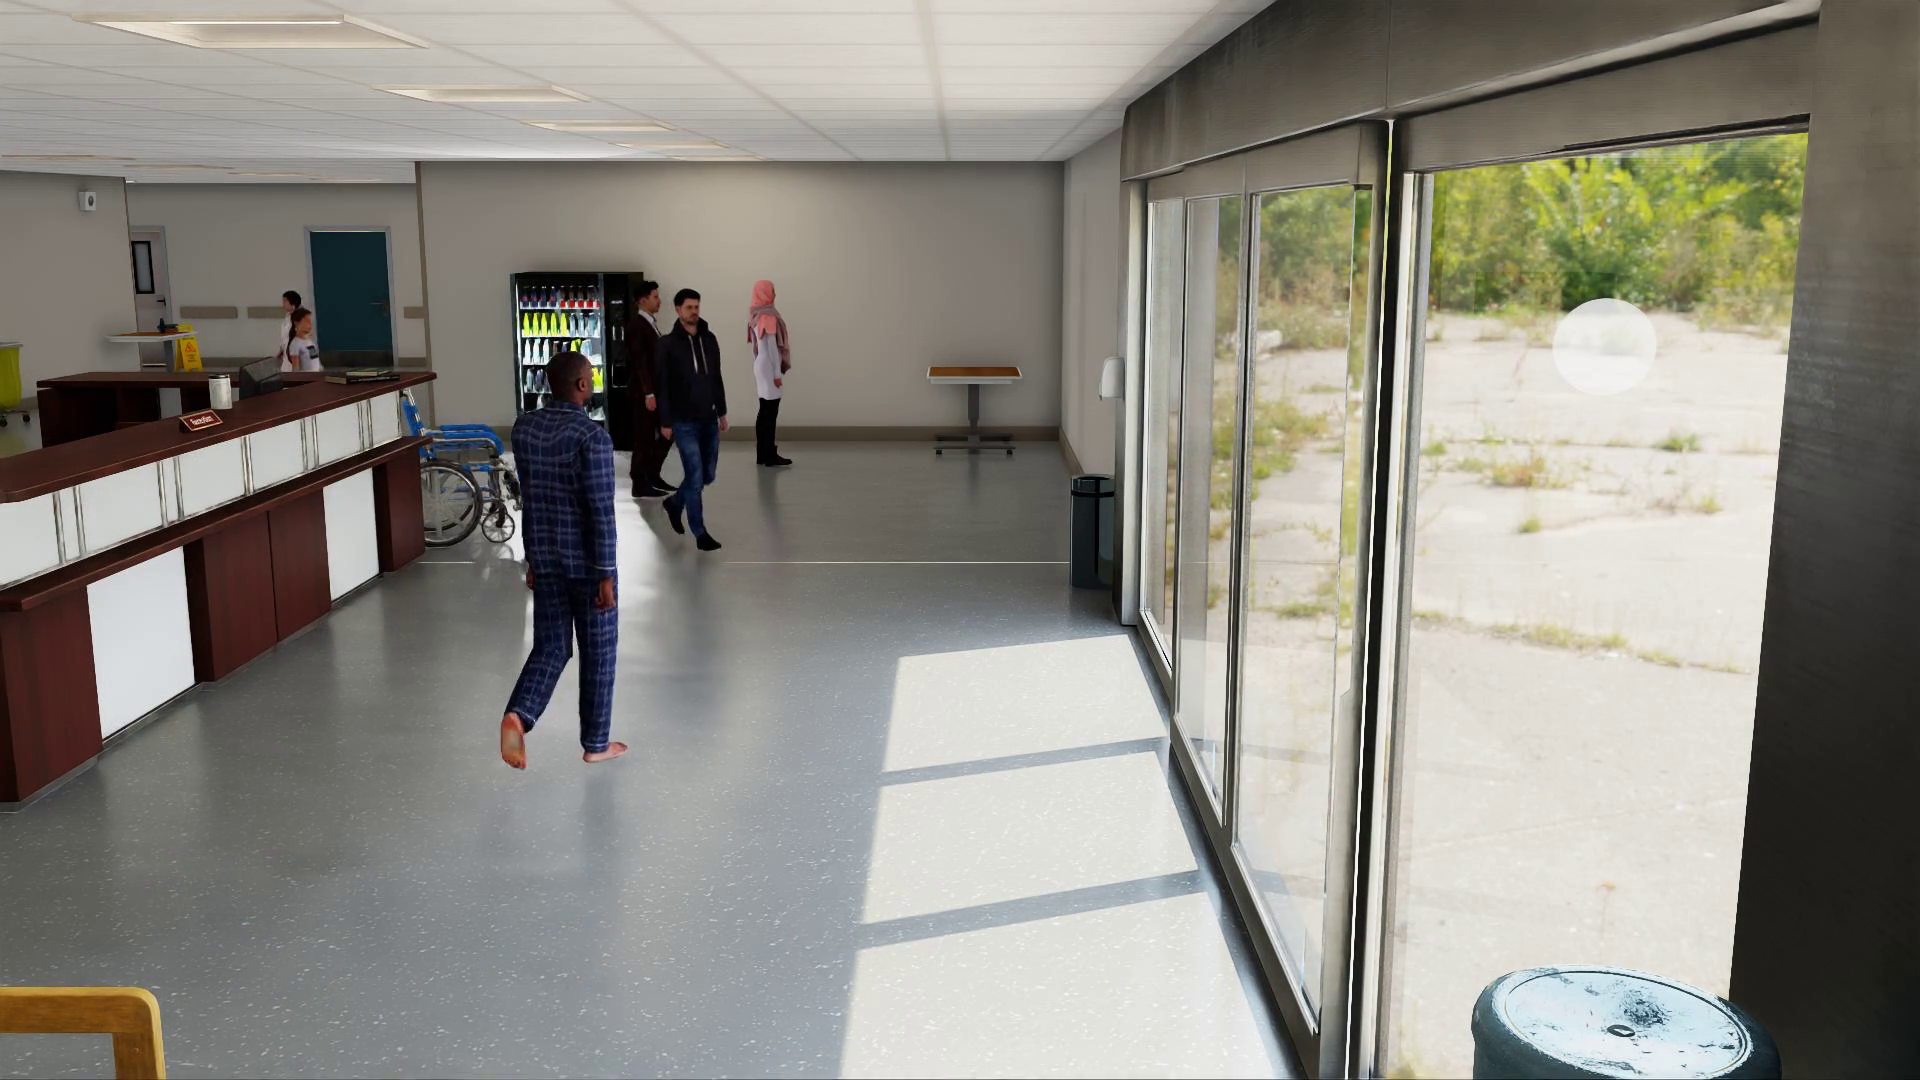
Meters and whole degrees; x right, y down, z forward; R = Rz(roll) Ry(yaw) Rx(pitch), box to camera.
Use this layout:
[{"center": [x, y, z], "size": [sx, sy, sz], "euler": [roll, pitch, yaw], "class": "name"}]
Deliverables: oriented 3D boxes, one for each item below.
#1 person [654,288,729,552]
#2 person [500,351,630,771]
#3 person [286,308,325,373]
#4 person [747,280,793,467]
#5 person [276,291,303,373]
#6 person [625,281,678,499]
[{"center": [-1.966, -0.871, 12.053], "size": [1.120, 1.868, 1.168], "euler": [-10, 14, -41], "class": "person"}, {"center": [-1.697, 0.121, 6.999], "size": [1.006, 1.804, 0.949], "euler": [5, 12, 23], "class": "person"}, {"center": [-6.302, -1.416, 15.815], "size": [0.918, 1.537, 0.529], "euler": [0, 11, 0], "class": "person"}, {"center": [-1.878, -1.633, 16.241], "size": [0.751, 1.804, 0.731], "euler": [-6, 12, -28], "class": "person"}, {"center": [-7.960, -2.214, 20.091], "size": [1.053, 1.511, 0.917], "euler": [-8, 13, -36], "class": "person"}, {"center": [-2.764, -1.276, 14.239], "size": [0.601, 1.850, 0.689], "euler": [0, 11, 0], "class": "person"}]
